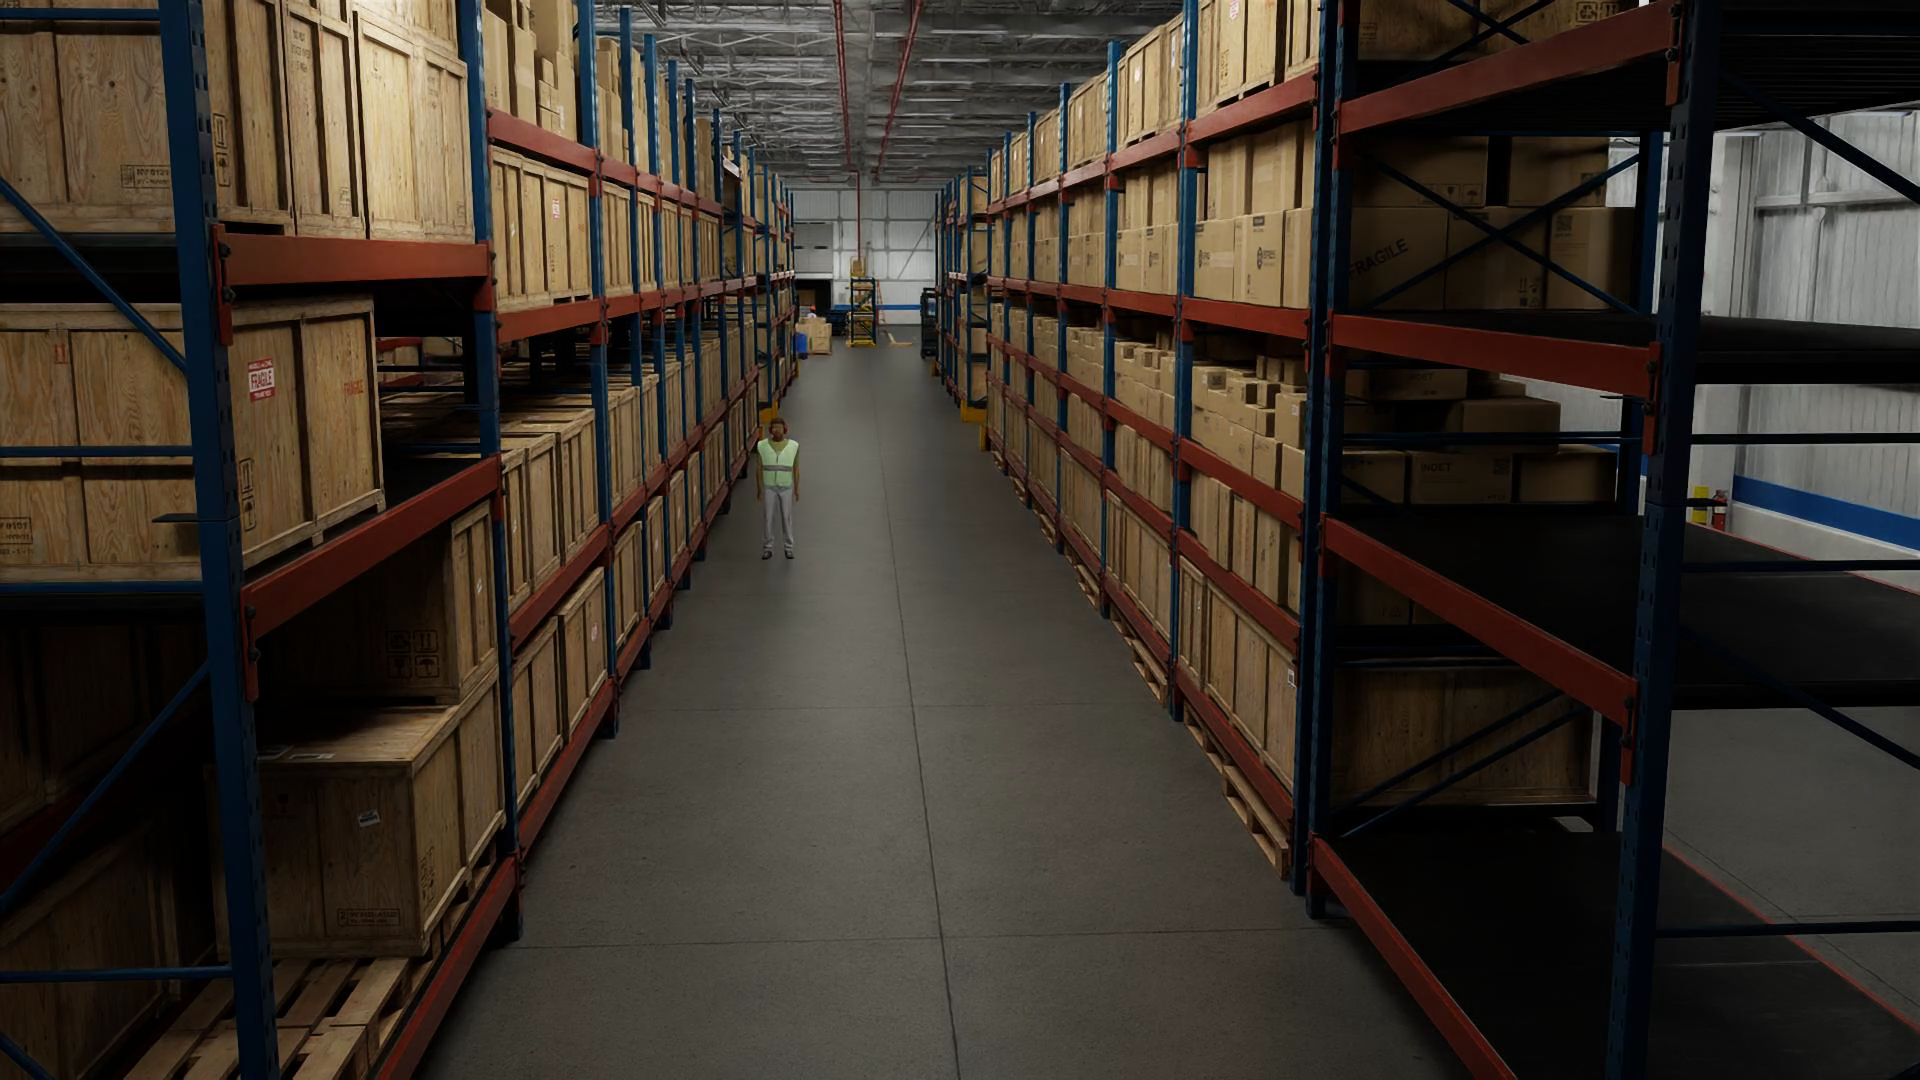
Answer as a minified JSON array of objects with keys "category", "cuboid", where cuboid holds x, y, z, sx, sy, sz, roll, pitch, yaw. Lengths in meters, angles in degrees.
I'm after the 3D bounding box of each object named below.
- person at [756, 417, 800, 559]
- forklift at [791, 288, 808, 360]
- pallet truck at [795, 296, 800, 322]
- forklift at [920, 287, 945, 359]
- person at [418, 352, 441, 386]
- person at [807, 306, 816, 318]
[{"category":"person","cuboid":[-2.357,-0.674,21.566,0.567,1.850,0.389,-1,10,-6]},{"category":"forklift","cuboid":[-6.896,-8.393,64.604,1.873,2.768,1.129,9,13,43]},{"category":"pallet truck","cuboid":[-8.622,-12.439,91.403,1.885,1.965,0.823,2,10,13]},{"category":"forklift","cuboid":[-1.011,-8.661,66.205,1.129,2.768,1.873,-1,10,-3]},{"category":"person","cuboid":[-11.568,-3.124,36.109,0.614,1.887,0.657,1,10,5]},{"category":"person","cuboid":[-6.451,-9.284,72.779,0.543,1.928,0.400,9,13,42]}]
